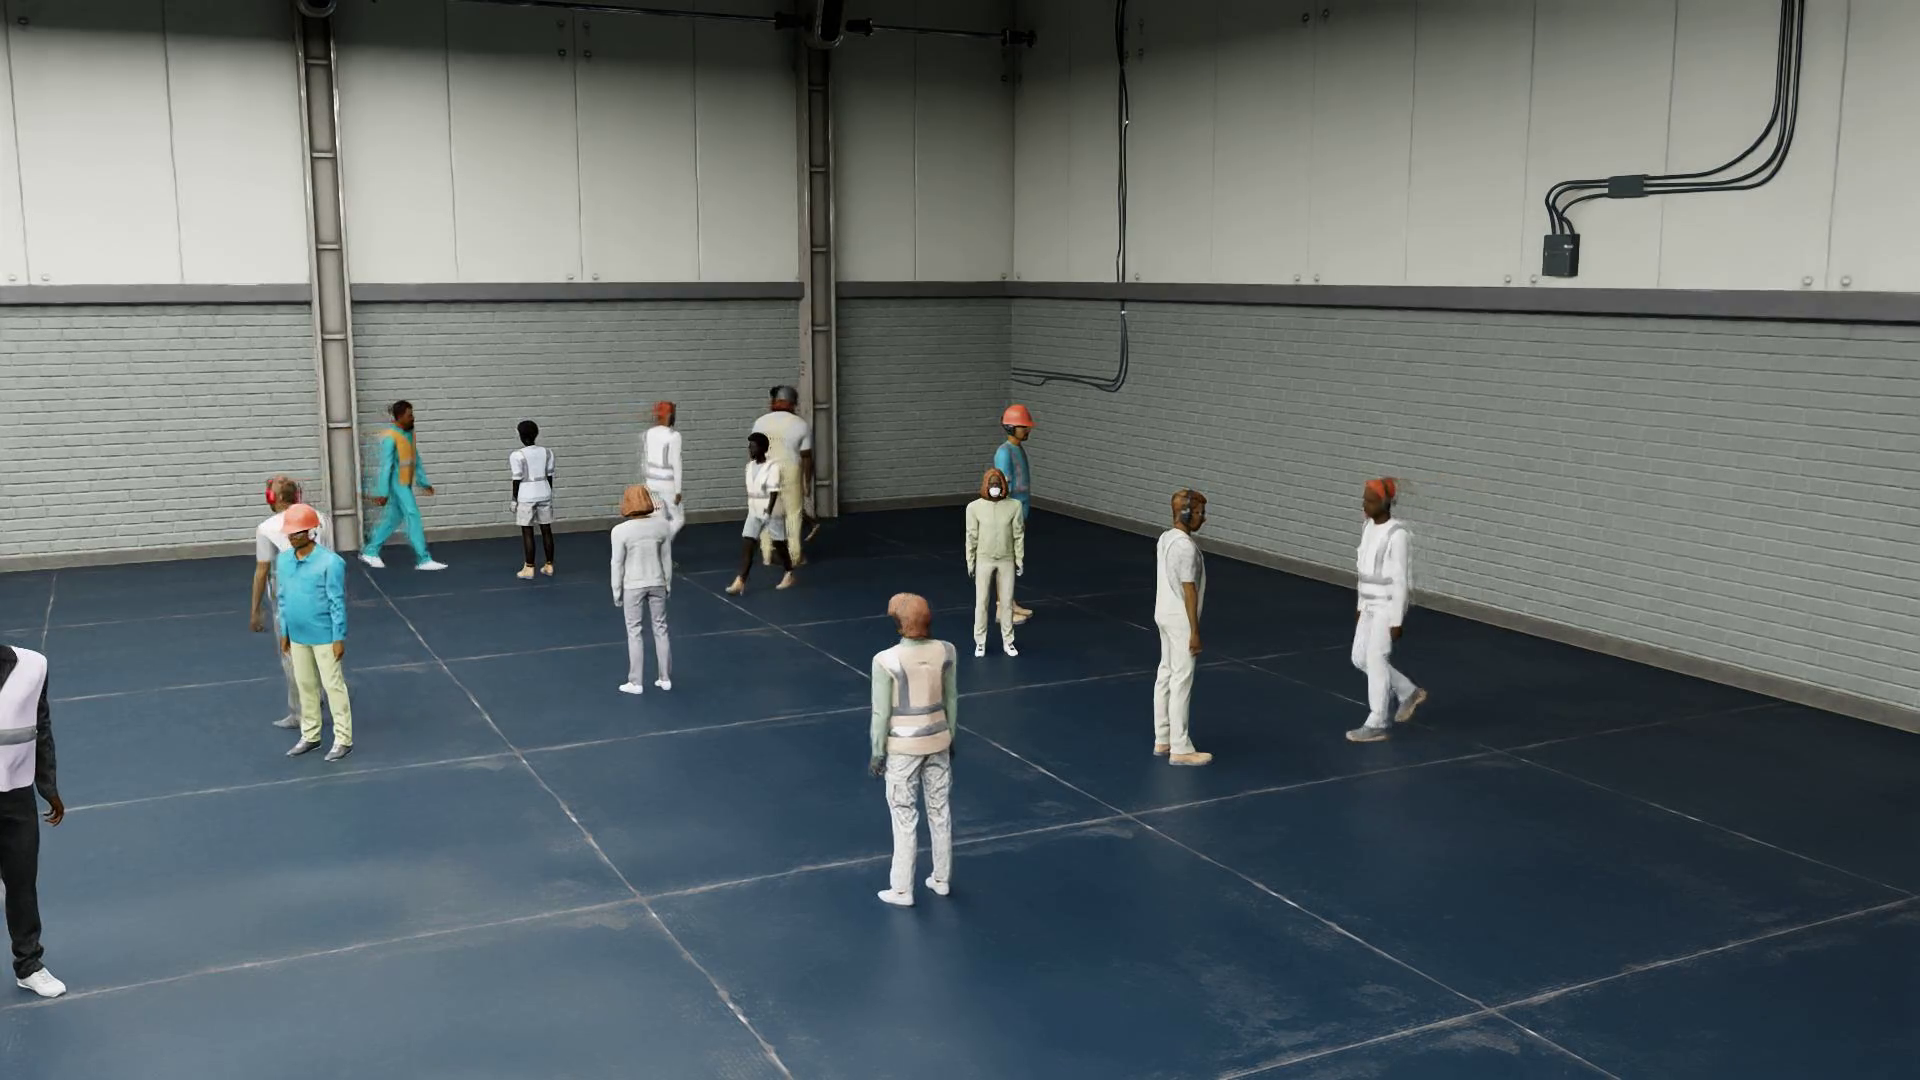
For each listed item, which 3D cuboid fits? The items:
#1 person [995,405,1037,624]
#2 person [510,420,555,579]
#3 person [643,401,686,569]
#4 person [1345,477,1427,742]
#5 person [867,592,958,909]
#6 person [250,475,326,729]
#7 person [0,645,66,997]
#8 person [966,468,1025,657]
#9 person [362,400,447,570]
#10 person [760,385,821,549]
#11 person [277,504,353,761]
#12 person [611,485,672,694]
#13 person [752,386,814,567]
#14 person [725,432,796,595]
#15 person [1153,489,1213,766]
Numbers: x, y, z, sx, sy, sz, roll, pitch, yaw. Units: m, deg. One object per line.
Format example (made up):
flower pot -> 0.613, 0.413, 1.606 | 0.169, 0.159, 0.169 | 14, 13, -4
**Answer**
person -> 0.526, -0.245, 15.530 | 0.384, 2.041, 0.615 | 2, 10, 15
person -> -4.563, -0.434, 17.757 | 0.320, 1.697, 0.531 | 8, 12, 41
person -> -3.227, -0.579, 18.104 | 0.592, 1.870, 0.429 | 6, 11, 35
person -> 3.003, 0.481, 11.600 | 0.562, 1.866, 0.585 | -2, 9, -9
person -> -0.232, 1.083, 8.603 | 0.545, 1.632, 0.320 | -6, 11, -33
person -> -4.815, 0.445, 11.950 | 0.454, 1.816, 0.699 | 3, 10, 20
person -> -4.314, 1.140, 7.384 | 0.386, 1.918, 0.595 | 7, 12, 38
person -> 0.297, 0.192, 14.129 | 0.499, 1.627, 0.280 | -1, 9, -7
person -> -6.166, -0.599, 18.242 | 0.959, 1.881, 0.592 | 0, 9, 0
person -> -2.021, -0.849, 19.561 | 0.625, 1.950, 0.623 | 1, 9, 6
person -> -4.357, 0.617, 11.152 | 0.563, 1.742, 0.360 | 4, 10, 23
person -> -2.469, 0.382, 12.956 | 0.501, 1.629, 0.289 | -6, 11, -34
person -> -1.932, -0.719, 18.459 | 0.704, 2.000, 0.536 | 2, 10, 15
person -> -2.004, -0.272, 16.908 | 0.536, 1.647, 0.861 | 7, 11, 36
person -> 1.477, 0.577, 11.094 | 0.343, 1.839, 0.506 | -3, 10, -15
